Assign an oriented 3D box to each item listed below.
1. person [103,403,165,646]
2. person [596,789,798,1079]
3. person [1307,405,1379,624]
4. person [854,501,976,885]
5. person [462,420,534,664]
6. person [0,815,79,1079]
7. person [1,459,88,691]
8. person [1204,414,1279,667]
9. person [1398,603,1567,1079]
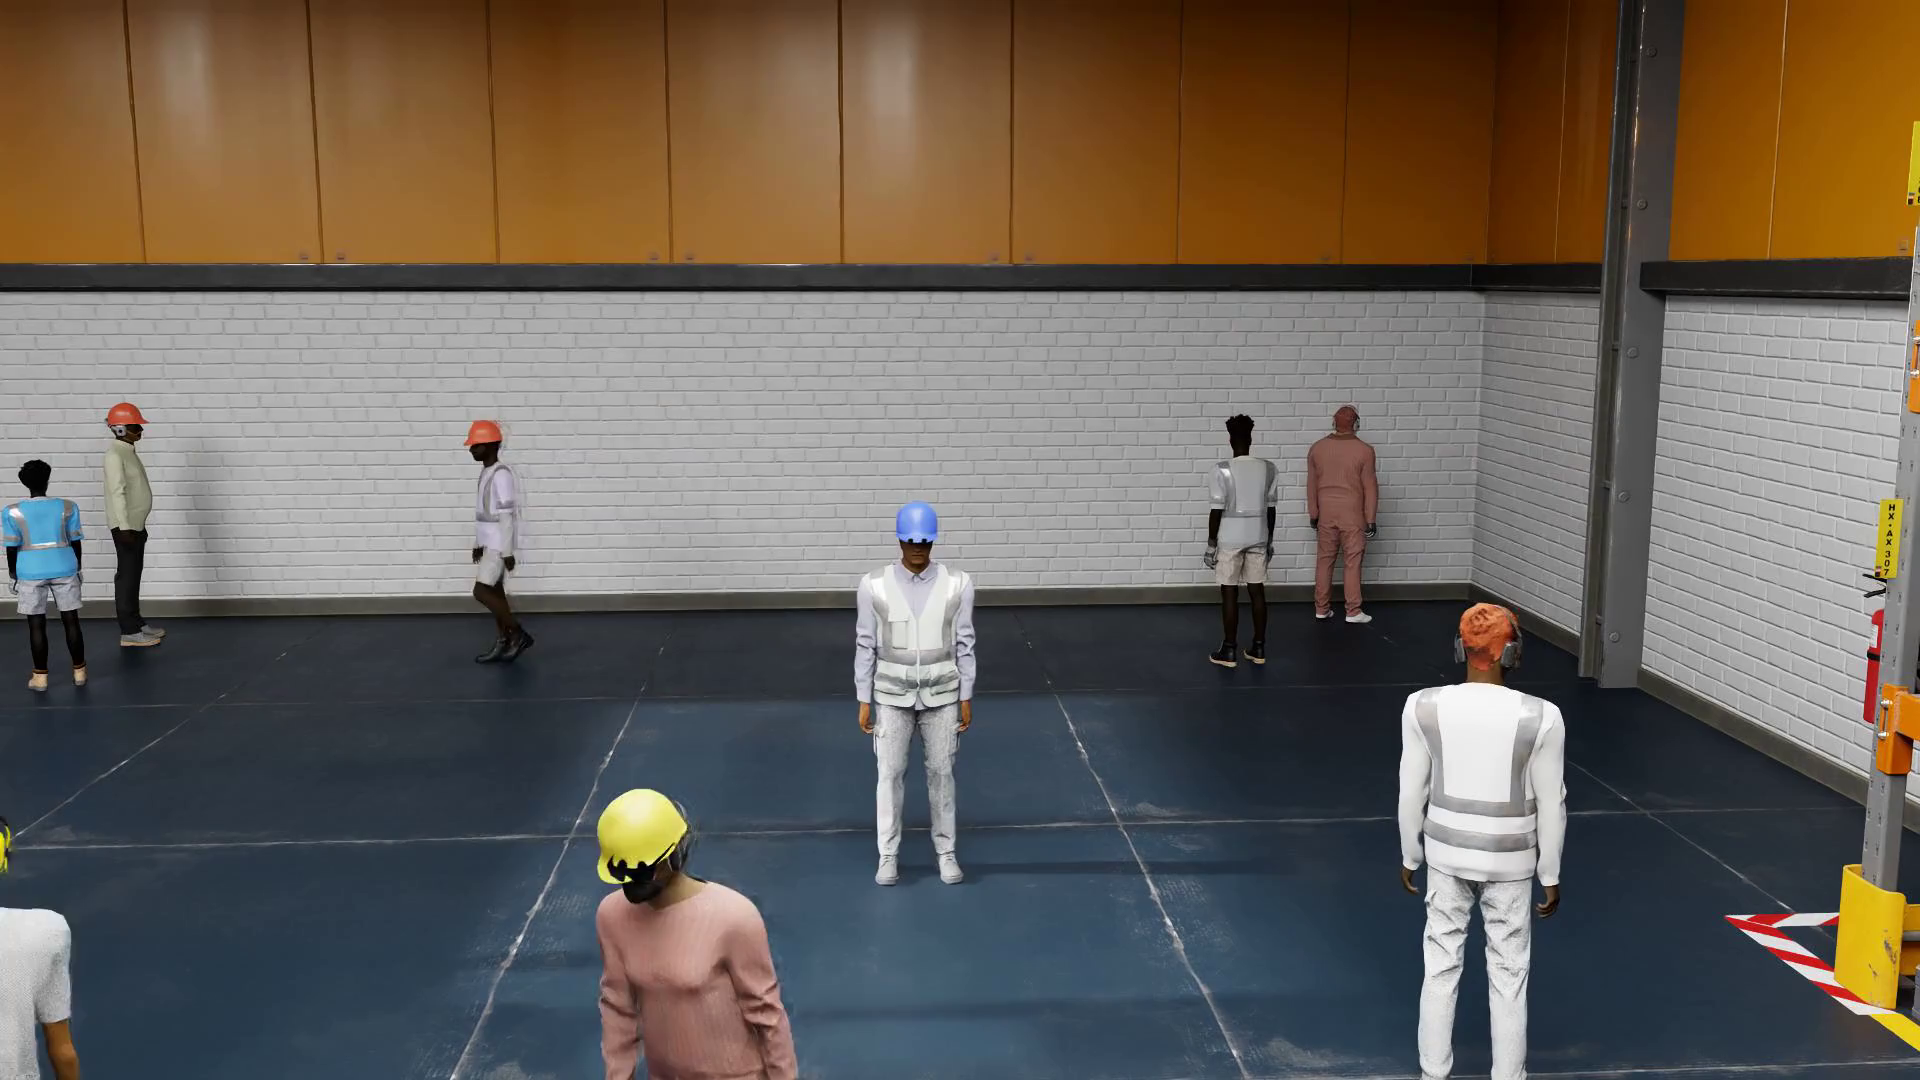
[{"bbox_3d":[-6.822,-0.133,13.694,0.379,1.996,0.610,-3,9,-17],"label":"person"},{"bbox_3d":[-0.708,1.474,4.434,0.566,1.719,0.525,5,10,29],"label":"person"},{"bbox_3d":[3.356,-0.222,14.531,0.654,1.905,0.408,8,12,40],"label":"person"},{"bbox_3d":[-0.220,0.763,8.244,0.604,1.940,0.413,-1,9,-4],"label":"person"},{"bbox_3d":[-3.640,0.024,12.931,0.398,1.921,0.552,-4,10,-24],"label":"person"},{"bbox_3d":[-2.339,1.492,3.946,0.782,1.849,0.522,7,11,38],"label":"person"},{"bbox_3d":[-6.694,0.257,12.183,0.535,1.694,0.321,-7,12,-39],"label":"person"},{"bbox_3d":[2.177,0.008,12.927,0.609,1.956,0.368,-3,10,-19],"label":"person"},{"bbox_3d":[1.858,1.155,5.950,0.573,1.886,0.354,4,10,26],"label":"person"}]
